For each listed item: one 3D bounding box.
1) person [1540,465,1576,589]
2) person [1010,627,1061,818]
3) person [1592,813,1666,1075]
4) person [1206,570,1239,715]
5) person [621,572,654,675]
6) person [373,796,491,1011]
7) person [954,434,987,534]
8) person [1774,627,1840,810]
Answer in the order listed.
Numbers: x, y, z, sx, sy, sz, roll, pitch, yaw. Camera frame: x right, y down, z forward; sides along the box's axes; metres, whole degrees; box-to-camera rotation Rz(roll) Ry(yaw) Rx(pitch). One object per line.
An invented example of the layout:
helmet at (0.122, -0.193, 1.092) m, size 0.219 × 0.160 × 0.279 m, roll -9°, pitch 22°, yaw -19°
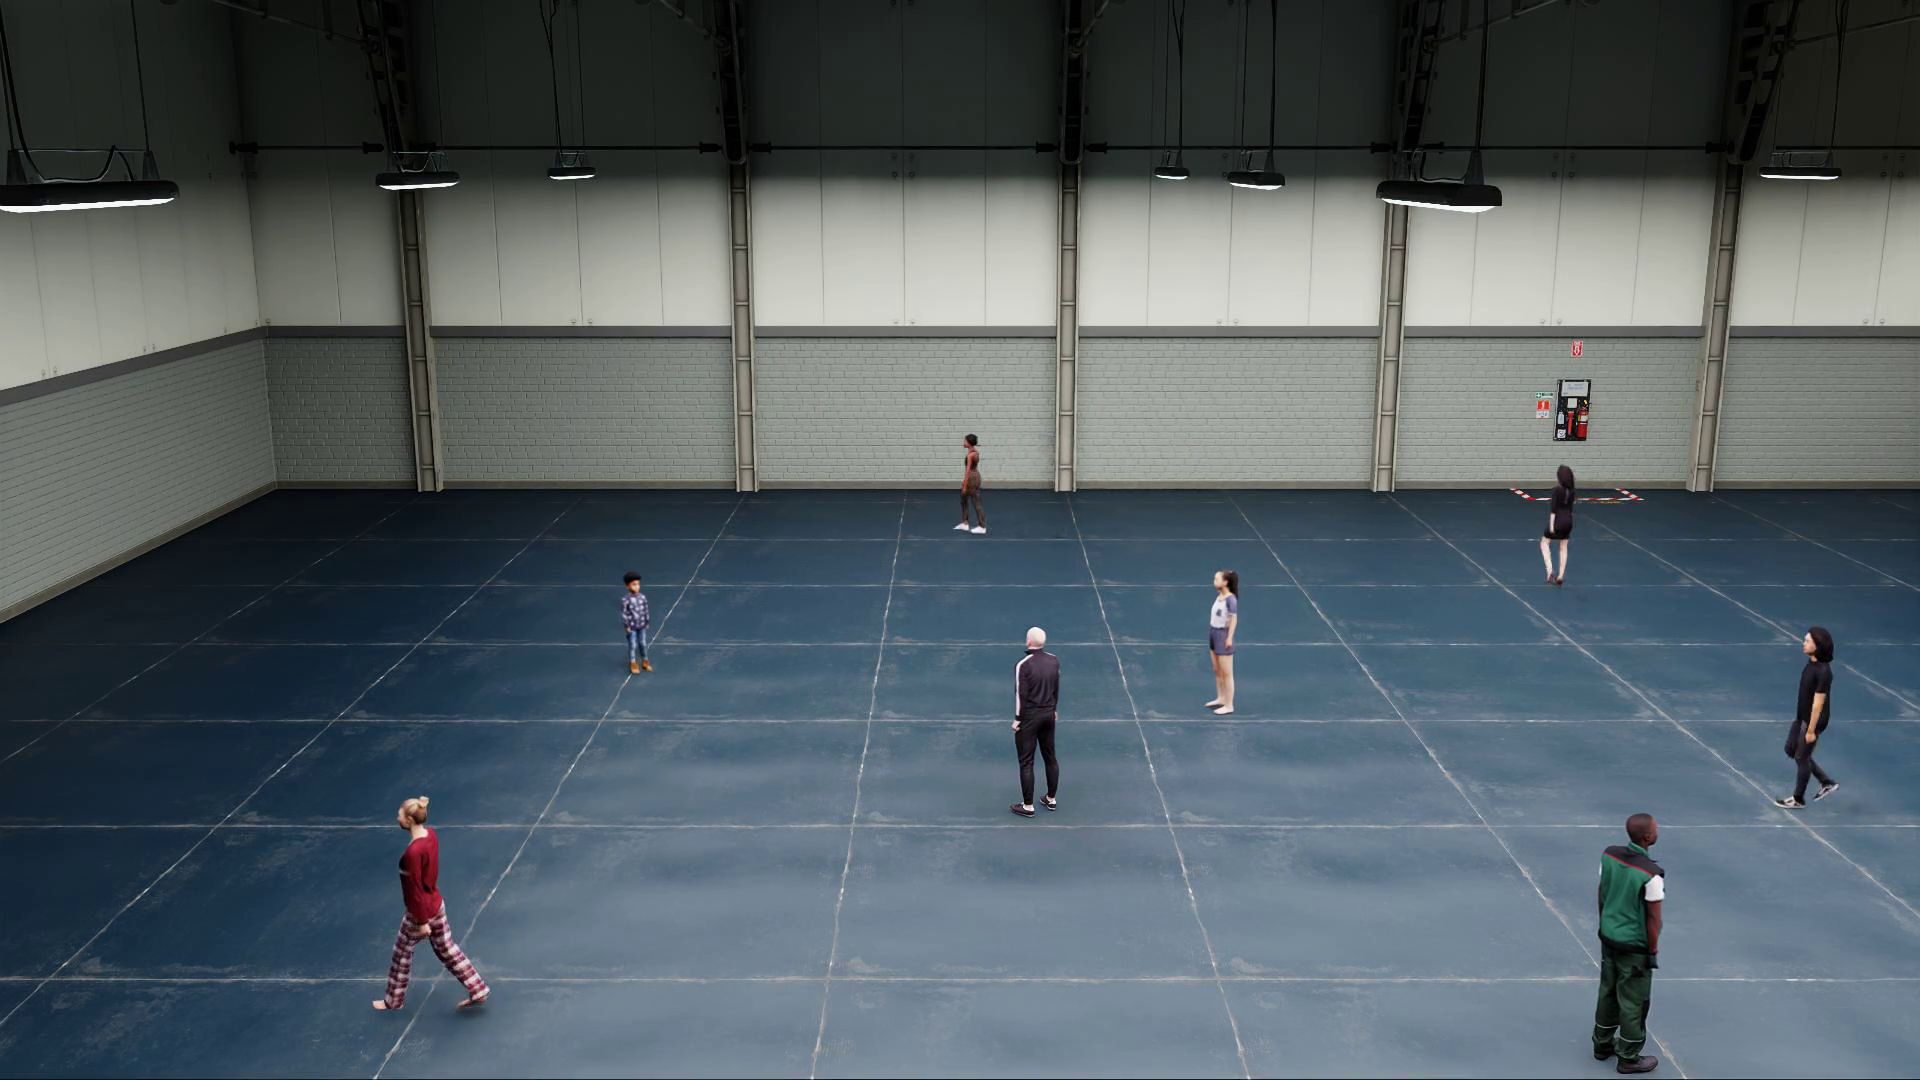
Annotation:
person at (8.750, -0.165, 24.104) m, size 0.618 × 1.788 × 0.728 m, roll -3°, pitch 13°, yaw -14°
person at (0.734, 1.720, 15.852) m, size 0.720 × 1.837 × 0.818 m, roll -9°, pitch 16°, yaw -35°
person at (4.590, 2.744, 11.428) m, size 0.752 × 1.838 × 0.768 m, roll -5°, pitch 14°, yaw -22°
person at (2.983, 1.135, 18.795) m, size 0.585 × 1.649 × 0.640 m, roll -3°, pitch 13°, yaw -13°
person at (-3.977, 1.001, 20.271) m, size 0.608 × 1.246 × 0.675 m, roll -9°, pitch 16°, yaw -35°
person at (-3.815, 2.686, 12.089) m, size 1.074 × 1.653 × 0.637 m, roll 0°, pitch 13°, yaw 2°
person at (0.304, -0.922, 27.627) m, size 0.841 × 1.673 × 0.676 m, roll 2°, pitch 13°, yaw 10°
person at (8.232, 1.711, 15.923) m, size 0.869 × 1.824 × 0.770 m, roll 3°, pitch 13°, yaw 15°
